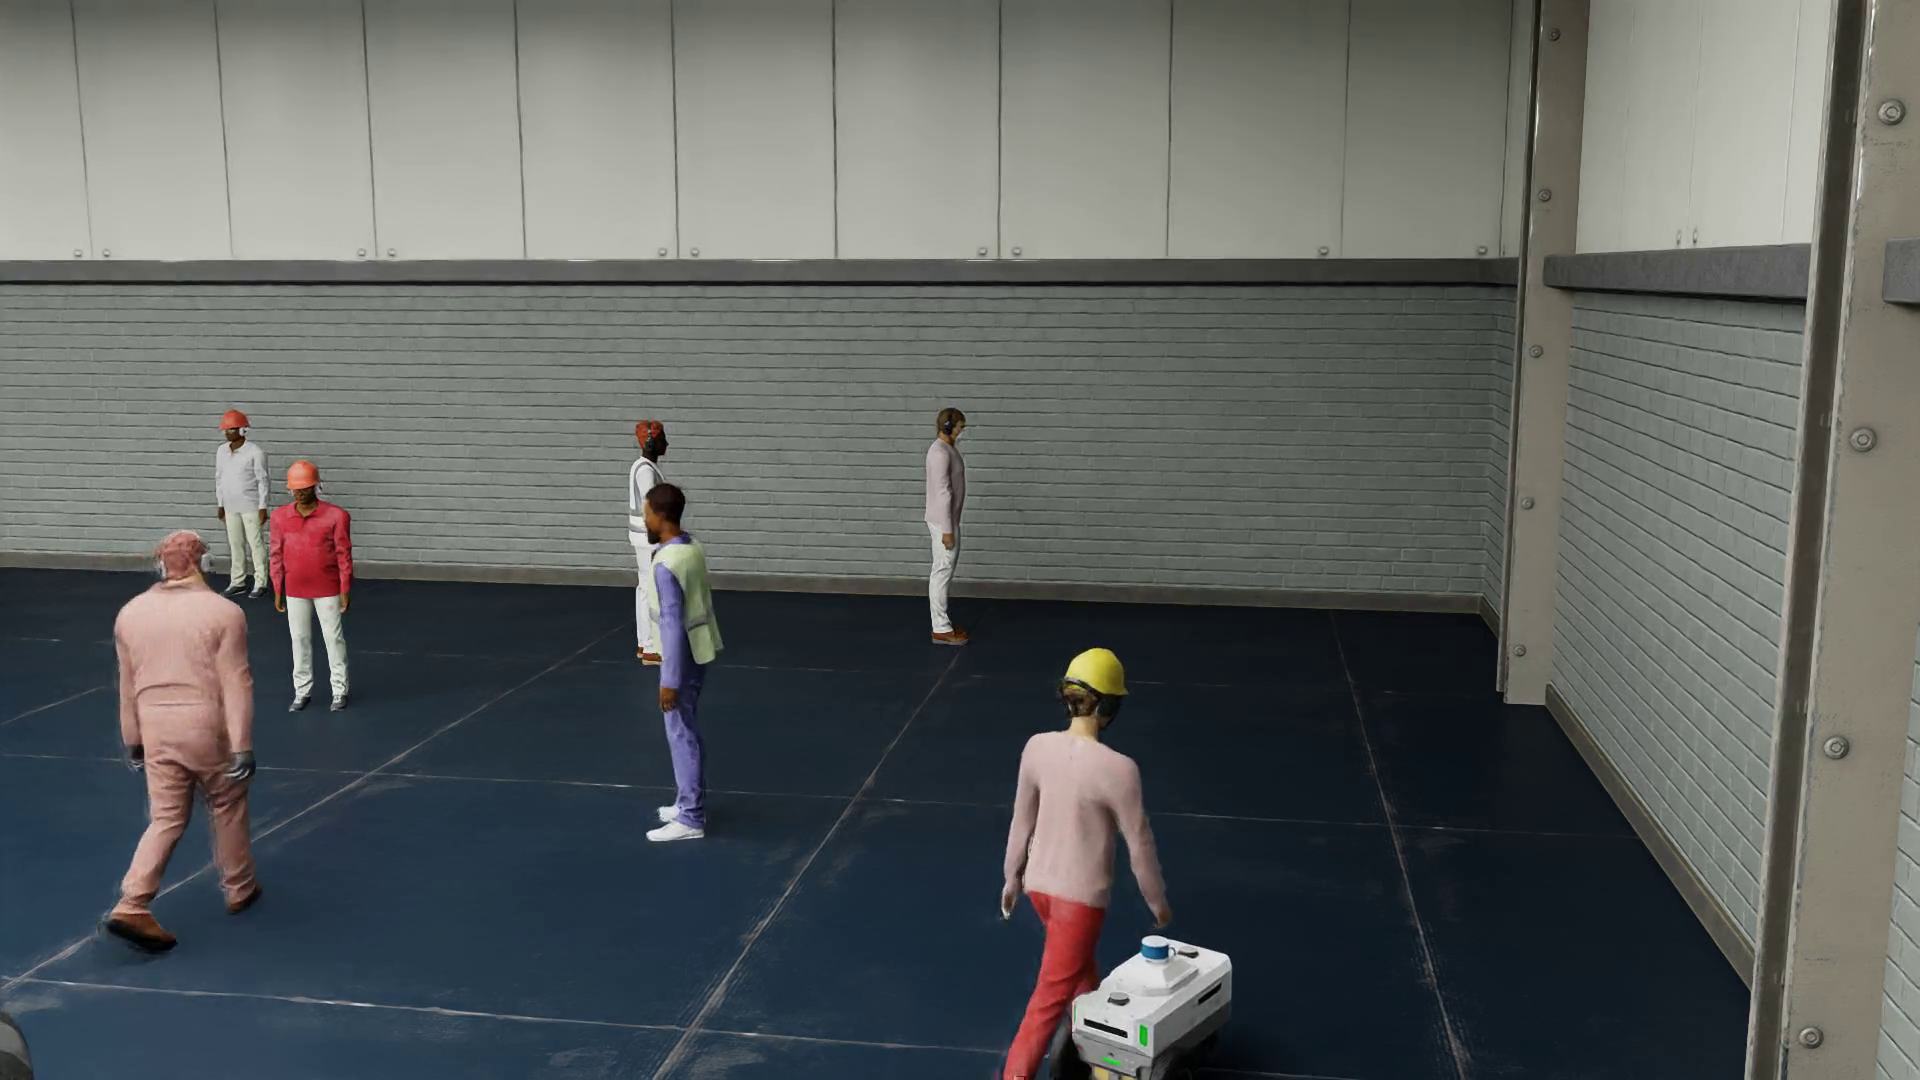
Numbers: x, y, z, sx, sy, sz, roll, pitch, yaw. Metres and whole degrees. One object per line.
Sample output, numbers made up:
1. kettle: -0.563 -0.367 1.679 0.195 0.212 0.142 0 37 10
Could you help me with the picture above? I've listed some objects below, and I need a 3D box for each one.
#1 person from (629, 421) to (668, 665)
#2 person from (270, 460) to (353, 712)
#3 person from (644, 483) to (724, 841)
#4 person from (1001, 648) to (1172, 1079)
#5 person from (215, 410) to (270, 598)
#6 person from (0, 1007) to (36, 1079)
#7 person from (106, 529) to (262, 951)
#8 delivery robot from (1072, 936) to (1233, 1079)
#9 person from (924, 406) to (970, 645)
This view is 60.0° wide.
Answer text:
1. person: -2.376 0.020 12.862 0.356 1.883 0.572 -3 10 -16
2. person: -4.461 0.318 11.439 0.563 1.746 0.348 0 9 -1
3. person: -1.478 0.656 8.877 0.405 1.905 0.638 1 9 4
4. person: 0.427 1.238 5.884 0.931 1.699 0.540 -7 12 -39
5. person: -6.673 -0.334 15.433 0.562 1.753 0.333 3 10 19
6. person: -1.940 1.510 3.175 0.609 2.044 0.396 8 12 41
7. person: -3.543 0.895 7.574 0.682 1.860 0.876 1 9 4
8. delivery robot: 0.724 1.717 6.186 0.477 0.478 0.707 7 11 36
9. person: -0.103 -0.123 13.579 0.373 1.938 0.630 0 9 0
